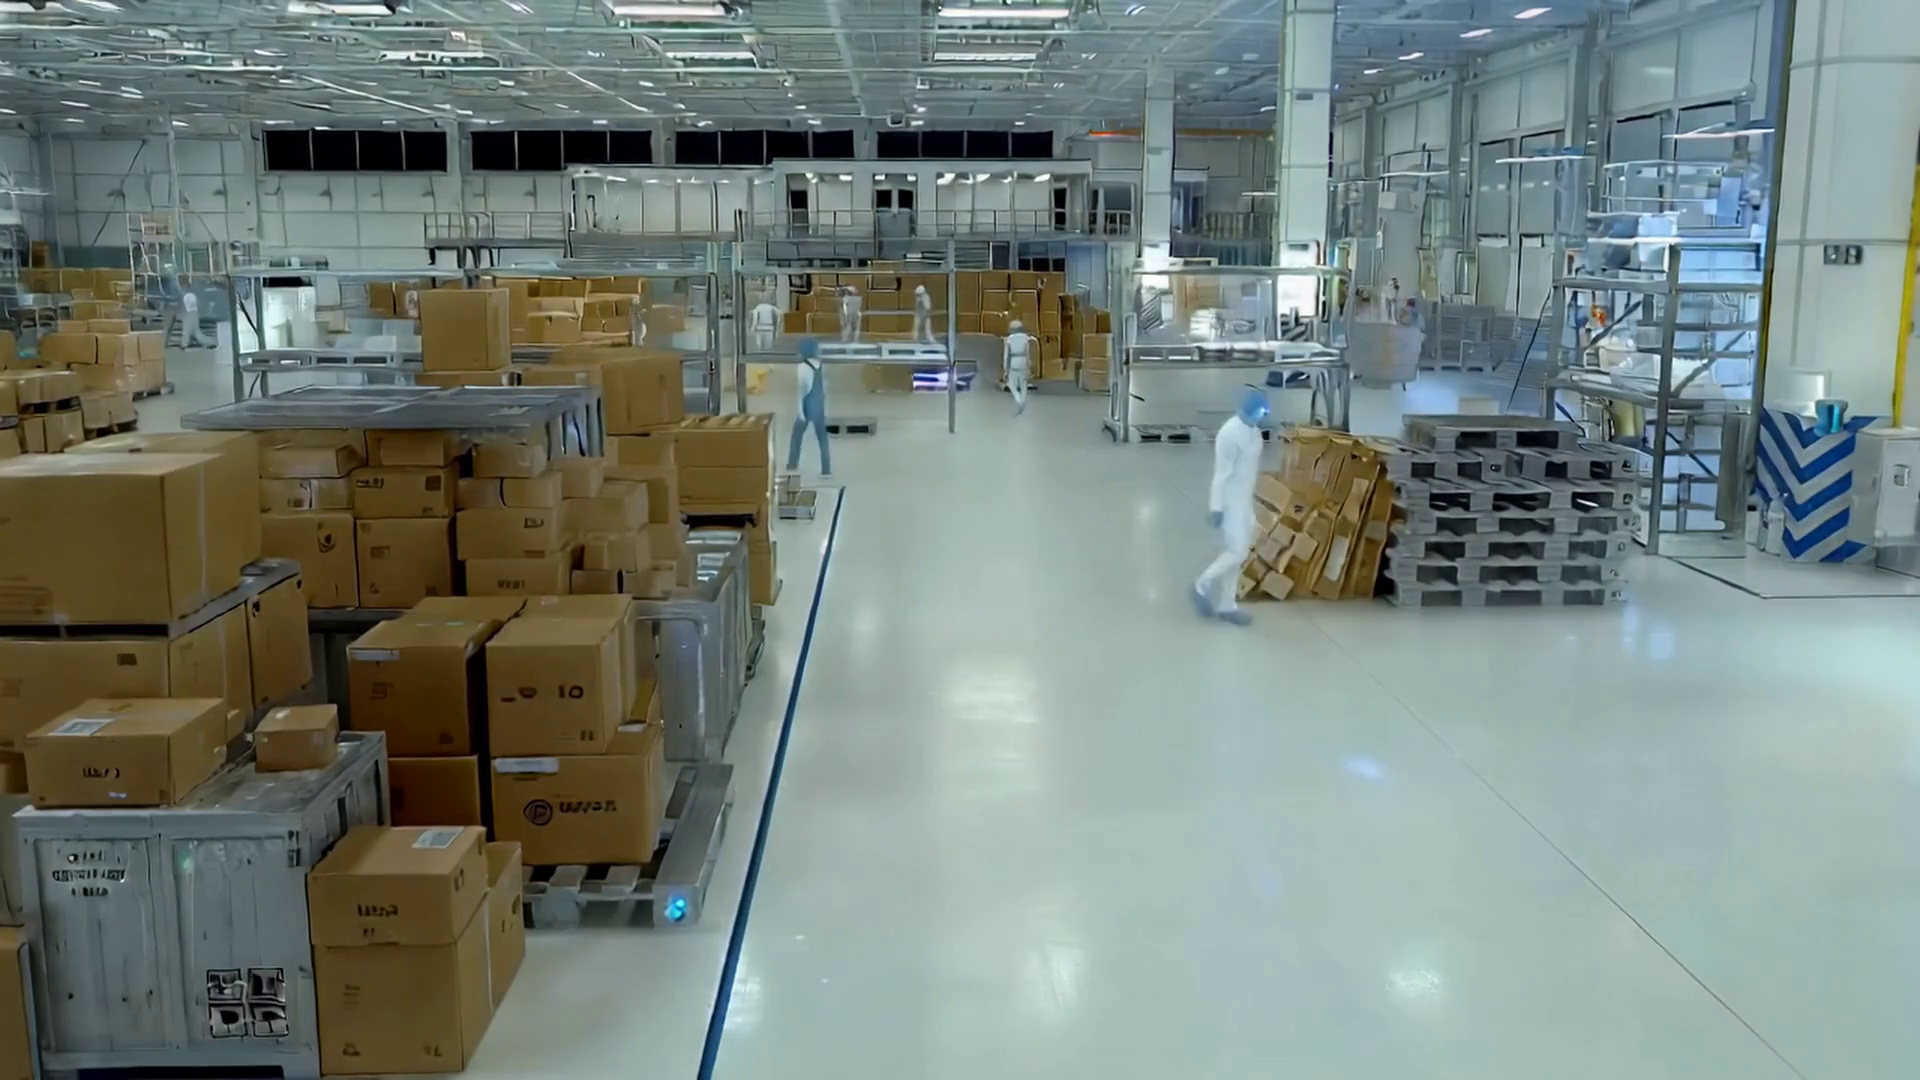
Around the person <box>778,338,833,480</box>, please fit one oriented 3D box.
[{"bbox_3d":[-1.988,-1.690,21.390,0.933,1.804,0.534,9,14,41],"label":"person"}]

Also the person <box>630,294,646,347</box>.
[{"bbox_3d":[-7.211,-4.548,37.153,0.329,1.865,0.508,-10,14,-44],"label":"person"}]

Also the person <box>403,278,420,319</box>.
[{"bbox_3d":[-15.200,-6.276,46.372,0.636,2.005,0.893,-1,10,-3],"label":"person"}]

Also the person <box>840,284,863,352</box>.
[{"bbox_3d":[-2.896,-5.853,44.270,0.632,1.926,0.561,-7,12,-33],"label":"person"}]

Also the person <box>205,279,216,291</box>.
[{"bbox_3d":[-25.389,-7.933,56.281,0.554,1.750,0.489,7,13,36],"label":"person"}]

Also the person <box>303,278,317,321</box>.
[{"bbox_3d":[-20.625,-7.354,52.755,0.610,1.866,0.730,1,10,7],"label":"person"}]

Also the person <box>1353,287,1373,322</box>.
[{"bbox_3d":[10.182,-5.451,42.054,0.672,1.909,0.612,-8,13,-37],"label":"person"}]

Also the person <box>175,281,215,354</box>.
[{"bbox_3d":[-20.704,-6.030,44.912,0.962,2.000,0.688,-6,12,-29],"label":"person"}]

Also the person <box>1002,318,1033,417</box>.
[{"bbox_3d":[1.013,-2.962,28.721,0.559,1.713,0.498,-3,11,-18],"label":"person"}]

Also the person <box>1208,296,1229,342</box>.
[{"bbox_3d":[6.432,-5.219,41.391,0.575,1.690,0.353,-3,11,-16],"label":"person"}]

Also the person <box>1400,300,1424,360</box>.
[{"bbox_3d":[9.950,-4.410,36.692,0.536,1.748,0.443,-1,10,-6],"label":"person"}]

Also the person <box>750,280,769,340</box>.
[{"bbox_3d":[-6.130,-7.023,50.910,0.603,1.882,0.980,-10,14,-44],"label":"person"}]

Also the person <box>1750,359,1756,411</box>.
[{"bbox_3d":[10.474,-1.732,21.404,0.581,1.884,0.351,4,11,20],"label":"person"}]

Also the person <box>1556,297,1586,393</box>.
[{"bbox_3d":[12.267,-3.947,33.482,0.608,1.987,0.402,0,10,3],"label":"person"}]

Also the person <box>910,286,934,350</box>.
[{"bbox_3d":[-1.093,-6.209,46.589,0.951,1.792,0.649,9,13,41],"label":"person"}]

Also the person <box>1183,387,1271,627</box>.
[{"bbox_3d":[2.149,-0.265,13.181,0.517,1.900,0.713,7,12,32],"label":"person"}]

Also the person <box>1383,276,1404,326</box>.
[{"bbox_3d":[14.541,-7.900,55.789,0.685,1.871,1.009,3,11,18],"label":"person"}]

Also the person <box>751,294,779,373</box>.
[{"bbox_3d":[-4.518,-4.773,38.498,0.658,1.828,0.480,-4,11,-19],"label":"person"}]

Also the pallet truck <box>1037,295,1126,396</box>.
[{"bbox_3d":[2.483,-3.881,33.060,1.885,1.965,0.823,-7,13,-36],"label":"pallet truck"}]
